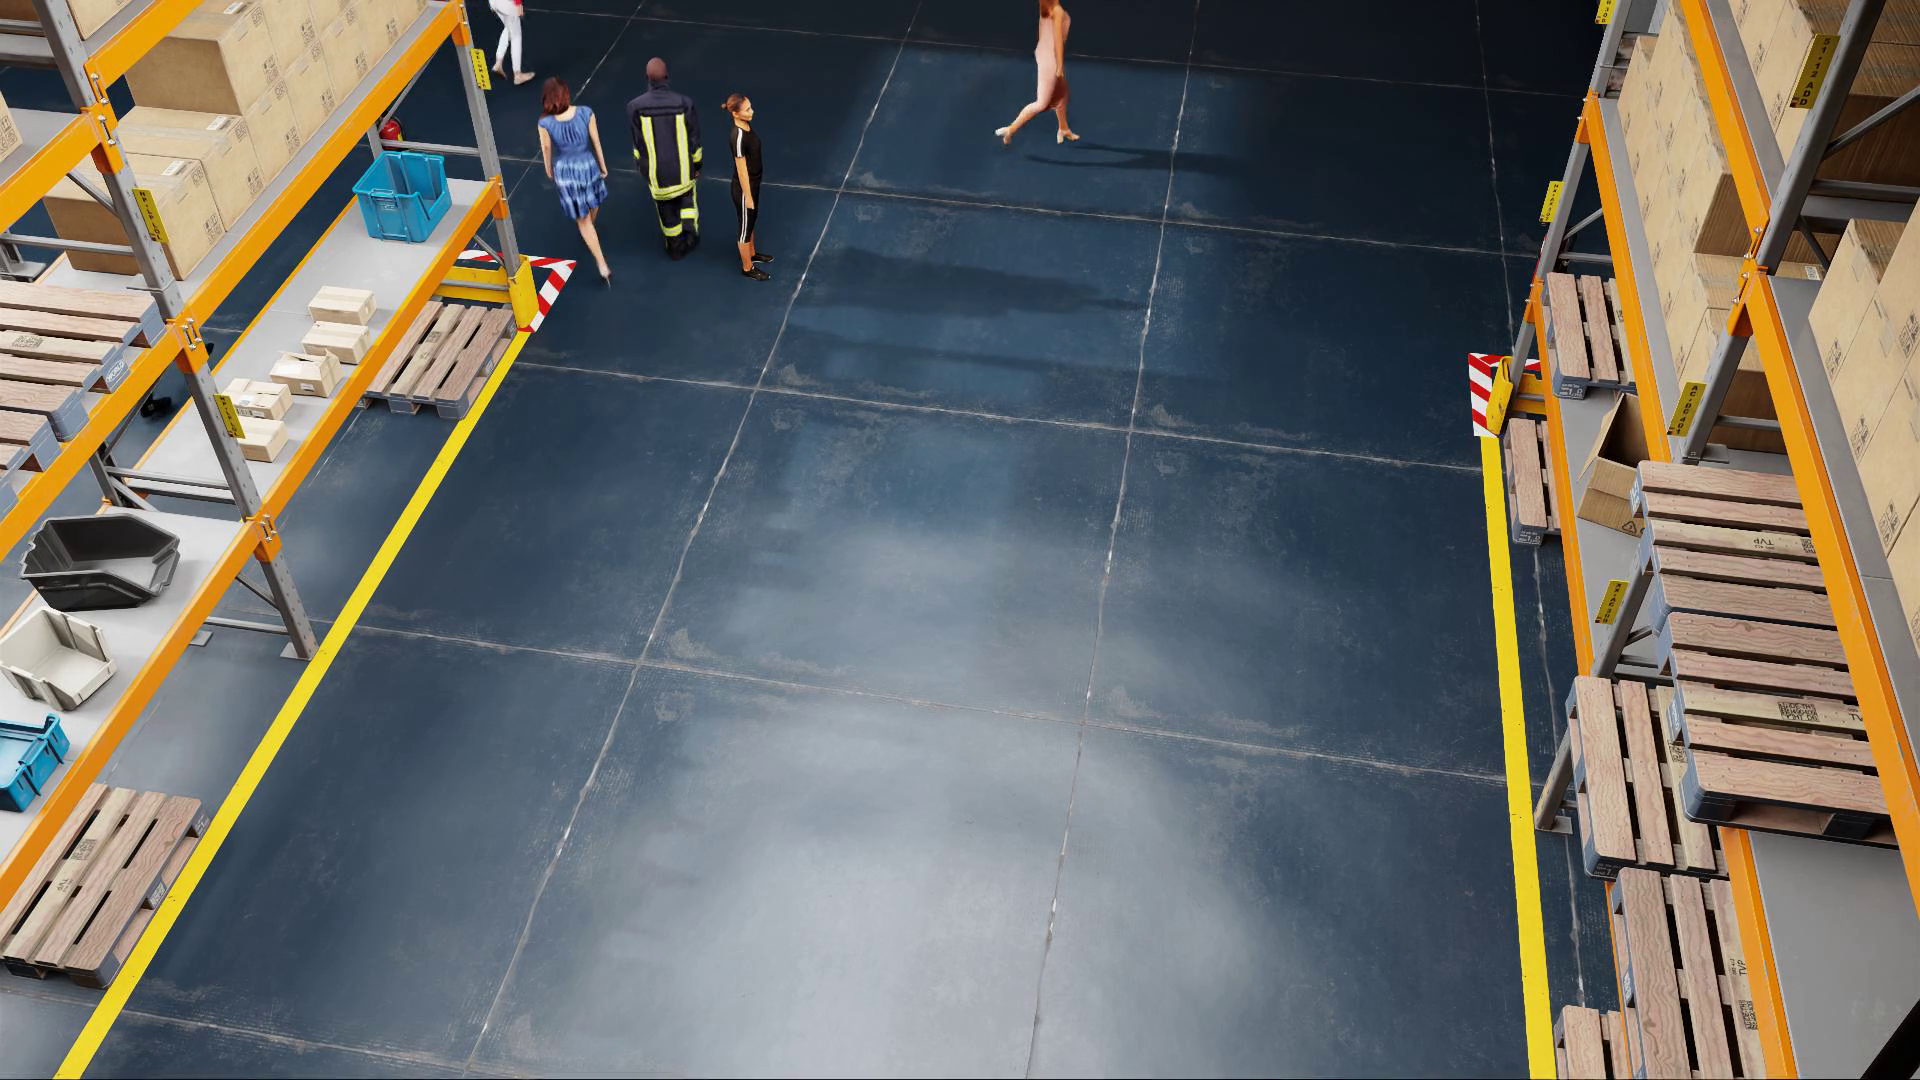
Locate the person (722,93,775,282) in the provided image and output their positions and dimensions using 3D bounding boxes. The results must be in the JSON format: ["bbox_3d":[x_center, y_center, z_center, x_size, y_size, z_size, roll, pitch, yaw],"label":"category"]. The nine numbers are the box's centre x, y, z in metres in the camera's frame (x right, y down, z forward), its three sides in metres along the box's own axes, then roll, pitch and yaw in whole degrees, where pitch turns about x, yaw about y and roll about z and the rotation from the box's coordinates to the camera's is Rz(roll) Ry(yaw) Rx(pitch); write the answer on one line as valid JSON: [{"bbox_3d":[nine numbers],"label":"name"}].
[{"bbox_3d":[-1.794,-2.982,13.948,0.669,1.669,0.494,1,44,1],"label":"person"}]

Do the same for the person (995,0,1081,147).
[{"bbox_3d":[0.746,-4.398,15.336,0.973,1.805,1.112,-11,45,-12],"label":"person"}]

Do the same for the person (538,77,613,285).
[{"bbox_3d":[-3.147,-2.935,13.844,1.097,1.745,1.249,-17,46,-17],"label":"person"}]

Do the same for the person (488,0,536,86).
[{"bbox_3d":[-4.516,-5.209,16.273,0.709,1.686,0.797,24,49,23],"label":"person"}]

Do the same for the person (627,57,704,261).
[{"bbox_3d":[-2.462,-3.176,14.048,0.862,1.811,0.888,-8,44,-8],"label":"person"}]
